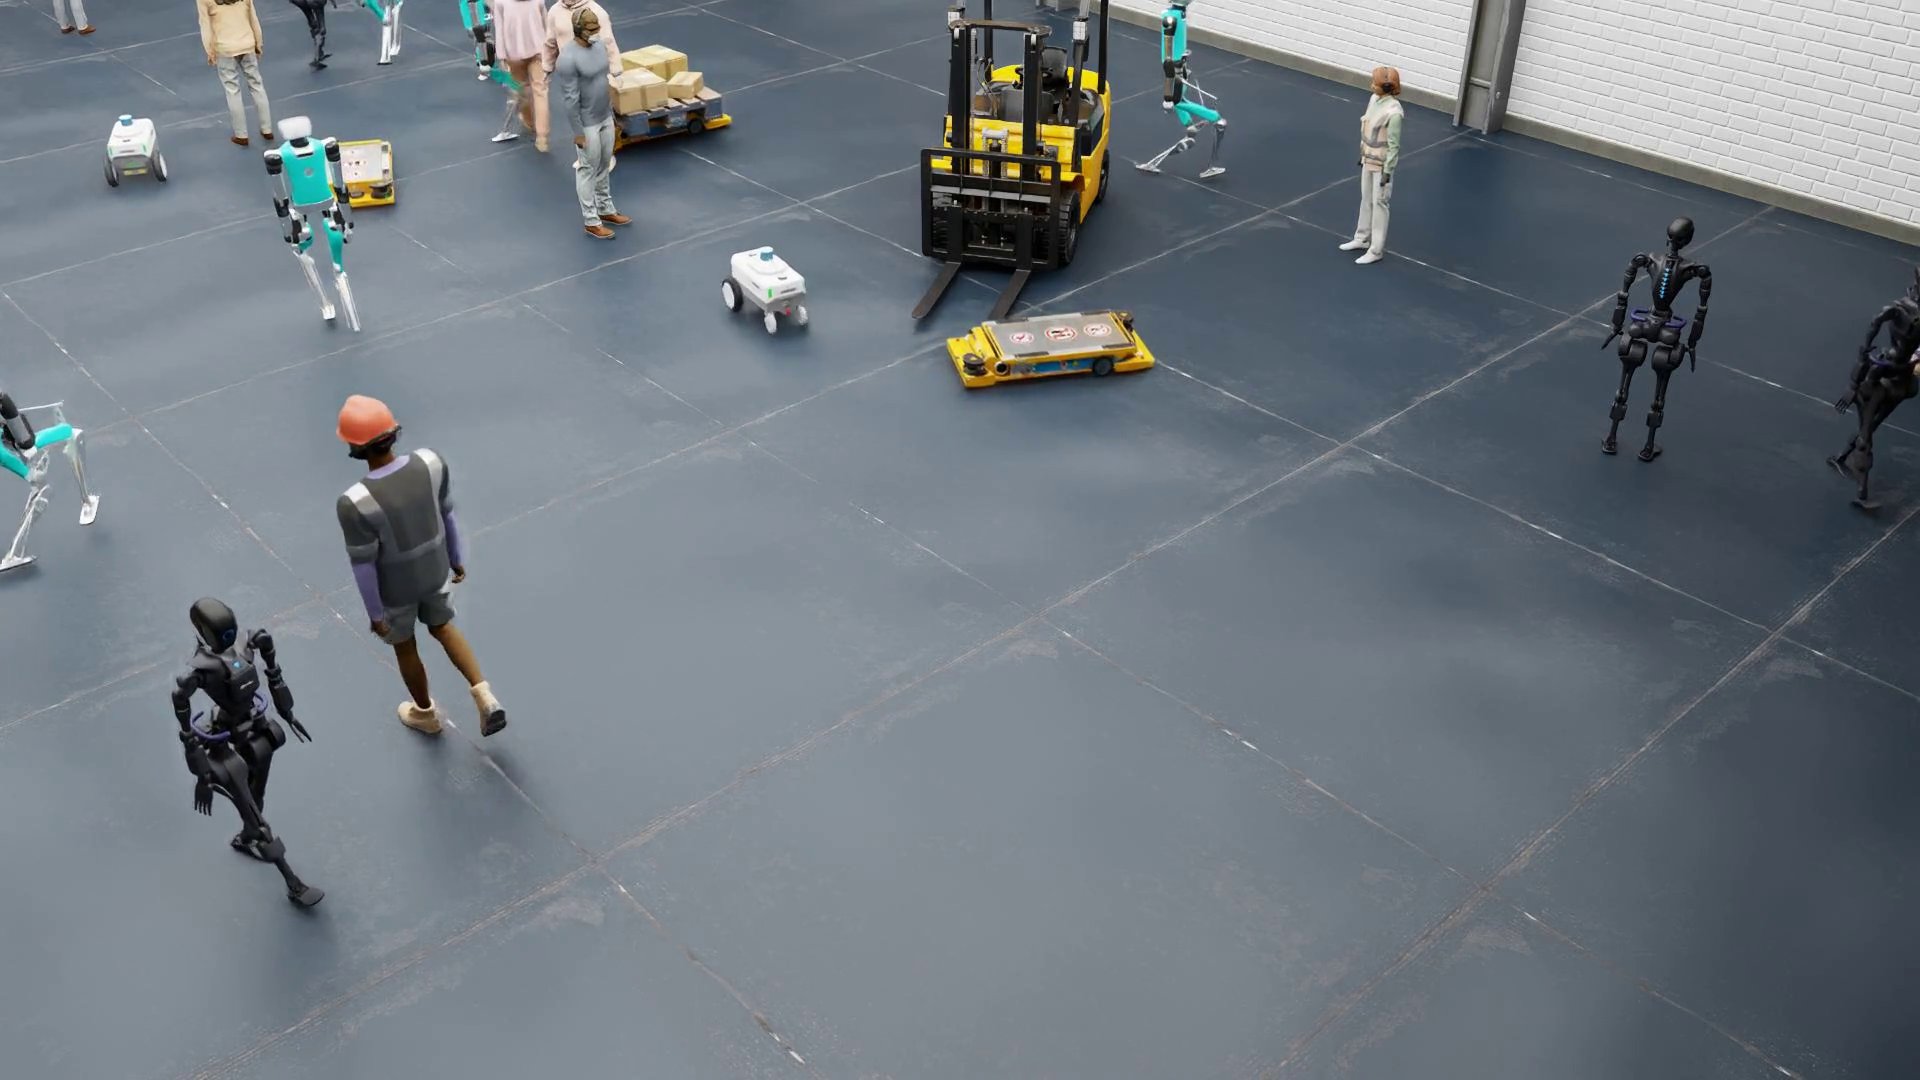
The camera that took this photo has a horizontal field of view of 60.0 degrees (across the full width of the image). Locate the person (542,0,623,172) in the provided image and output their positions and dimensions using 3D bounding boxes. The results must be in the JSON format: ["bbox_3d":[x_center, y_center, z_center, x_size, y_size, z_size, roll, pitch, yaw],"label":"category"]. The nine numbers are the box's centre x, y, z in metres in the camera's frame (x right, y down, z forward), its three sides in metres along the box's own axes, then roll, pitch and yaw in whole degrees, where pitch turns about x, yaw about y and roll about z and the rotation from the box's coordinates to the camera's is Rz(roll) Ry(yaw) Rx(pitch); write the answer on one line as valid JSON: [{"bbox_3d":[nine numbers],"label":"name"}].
[{"bbox_3d":[-3.483,-4.356,15.417,0.816,1.855,0.434,8,34,12],"label":"person"}]

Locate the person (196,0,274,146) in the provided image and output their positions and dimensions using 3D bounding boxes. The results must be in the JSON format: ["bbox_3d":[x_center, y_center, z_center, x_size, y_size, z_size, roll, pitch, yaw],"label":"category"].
[{"bbox_3d":[-6.980,-4.749,16.016,0.564,1.869,0.393,-28,43,-36],"label":"person"}]

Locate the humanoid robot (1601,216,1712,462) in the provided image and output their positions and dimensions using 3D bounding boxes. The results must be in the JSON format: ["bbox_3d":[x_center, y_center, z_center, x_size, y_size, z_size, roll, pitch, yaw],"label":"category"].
[{"bbox_3d":[4.541,-1.327,10.908,0.599,1.657,0.315,17,37,25],"label":"humanoid robot"}]

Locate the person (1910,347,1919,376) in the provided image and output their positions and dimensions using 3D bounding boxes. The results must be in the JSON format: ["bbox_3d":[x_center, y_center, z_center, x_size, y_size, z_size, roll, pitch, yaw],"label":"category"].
[{"bbox_3d":[7.111,-1.999,11.933,0.531,1.698,0.319,-28,42,-36],"label":"person"}]

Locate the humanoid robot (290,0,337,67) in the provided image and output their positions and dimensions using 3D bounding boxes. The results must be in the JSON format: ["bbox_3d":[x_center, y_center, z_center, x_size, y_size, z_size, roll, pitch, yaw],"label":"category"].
[{"bbox_3d":[-7.112,-6.021,18.157,0.611,1.639,0.612,10,34,15],"label":"humanoid robot"}]

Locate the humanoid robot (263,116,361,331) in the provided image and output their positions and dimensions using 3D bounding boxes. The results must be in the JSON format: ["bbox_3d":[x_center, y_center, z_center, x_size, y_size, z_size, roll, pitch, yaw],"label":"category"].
[{"bbox_3d":[-4.883,-2.373,12.539,0.549,1.816,0.861,-19,37,-26],"label":"humanoid robot"}]

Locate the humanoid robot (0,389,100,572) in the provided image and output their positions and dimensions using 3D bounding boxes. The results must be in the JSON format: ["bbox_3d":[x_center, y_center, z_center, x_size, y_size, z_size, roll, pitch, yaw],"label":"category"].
[{"bbox_3d":[-5.646,-0.716,9.966,0.578,1.759,1.031,9,34,14],"label":"humanoid robot"}]

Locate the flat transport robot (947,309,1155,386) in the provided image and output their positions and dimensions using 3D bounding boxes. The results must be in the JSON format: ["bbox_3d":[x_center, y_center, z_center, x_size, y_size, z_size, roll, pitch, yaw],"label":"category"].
[{"bbox_3d":[0.670,-1.427,12.367,1.431,0.231,0.659,-7,34,-10],"label":"flat transport robot"}]

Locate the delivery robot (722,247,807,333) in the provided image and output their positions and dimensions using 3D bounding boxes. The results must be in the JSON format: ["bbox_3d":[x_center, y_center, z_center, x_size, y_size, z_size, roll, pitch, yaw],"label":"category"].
[{"bbox_3d":[-1.492,-1.990,12.962,0.499,0.587,0.769,-19,37,-26],"label":"delivery robot"}]

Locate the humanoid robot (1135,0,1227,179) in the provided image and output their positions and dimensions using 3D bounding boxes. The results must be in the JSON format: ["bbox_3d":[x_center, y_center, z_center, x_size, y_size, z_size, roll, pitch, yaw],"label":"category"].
[{"bbox_3d":[2.160,-4.102,15.173,1.043,1.762,0.547,9,34,14],"label":"humanoid robot"}]

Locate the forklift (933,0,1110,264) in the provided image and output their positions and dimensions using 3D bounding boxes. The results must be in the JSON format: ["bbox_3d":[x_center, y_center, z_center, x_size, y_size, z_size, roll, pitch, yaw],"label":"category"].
[{"bbox_3d":[0.570,-3.725,14.138,1.214,2.155,2.313,9,34,13],"label":"forklift"}]

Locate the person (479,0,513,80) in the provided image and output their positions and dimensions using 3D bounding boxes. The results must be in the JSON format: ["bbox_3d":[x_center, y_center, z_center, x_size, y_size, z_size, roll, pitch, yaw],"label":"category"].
[{"bbox_3d":[-5.020,-5.740,17.631,0.524,1.760,0.338,11,35,17],"label":"person"}]

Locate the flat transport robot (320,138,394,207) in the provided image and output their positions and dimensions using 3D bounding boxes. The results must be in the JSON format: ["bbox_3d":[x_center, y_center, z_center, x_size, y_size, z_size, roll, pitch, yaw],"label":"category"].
[{"bbox_3d":[-5.606,-3.411,15.415,0.659,0.231,1.431,-9,34,-14],"label":"flat transport robot"}]

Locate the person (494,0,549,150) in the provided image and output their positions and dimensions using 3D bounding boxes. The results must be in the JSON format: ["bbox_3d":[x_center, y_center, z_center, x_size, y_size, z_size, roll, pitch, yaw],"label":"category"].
[{"bbox_3d":[-4.206,-4.692,16.048,0.540,1.721,0.936,-11,35,-16],"label":"person"}]

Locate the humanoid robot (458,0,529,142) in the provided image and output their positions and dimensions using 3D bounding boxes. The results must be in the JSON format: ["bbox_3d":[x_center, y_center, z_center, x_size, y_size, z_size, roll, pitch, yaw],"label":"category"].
[{"bbox_3d":[-4.435,-4.701,16.059,0.674,1.803,0.540,-12,35,-18],"label":"humanoid robot"}]

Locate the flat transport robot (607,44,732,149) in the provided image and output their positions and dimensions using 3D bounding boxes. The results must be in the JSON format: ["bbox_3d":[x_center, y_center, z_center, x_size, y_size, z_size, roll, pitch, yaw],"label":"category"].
[{"bbox_3d":[-3.072,-4.191,16.615,1.431,0.231,0.659,-20,38,-28],"label":"flat transport robot"}]

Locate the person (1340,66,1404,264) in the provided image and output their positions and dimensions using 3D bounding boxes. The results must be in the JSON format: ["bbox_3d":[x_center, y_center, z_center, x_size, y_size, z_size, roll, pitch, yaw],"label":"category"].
[{"bbox_3d":[3.423,-3.077,13.644,0.313,1.638,0.514,-6,33,-8],"label":"person"}]

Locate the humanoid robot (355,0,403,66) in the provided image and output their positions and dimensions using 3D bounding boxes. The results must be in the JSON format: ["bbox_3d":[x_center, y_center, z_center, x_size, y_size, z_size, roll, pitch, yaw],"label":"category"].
[{"bbox_3d":[-6.353,-6.032,18.095,0.571,1.716,1.008,-2,33,-3],"label":"humanoid robot"}]

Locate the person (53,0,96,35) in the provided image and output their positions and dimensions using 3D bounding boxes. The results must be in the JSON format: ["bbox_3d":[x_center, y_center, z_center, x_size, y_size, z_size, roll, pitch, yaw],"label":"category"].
[{"bbox_3d":[-10.368,-6.647,19.128,0.469,1.643,0.337,2,33,3],"label":"person"}]

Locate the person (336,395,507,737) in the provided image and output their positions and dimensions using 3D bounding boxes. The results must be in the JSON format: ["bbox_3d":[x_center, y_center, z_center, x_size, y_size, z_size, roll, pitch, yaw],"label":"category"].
[{"bbox_3d":[-2.697,0.203,8.248,0.662,2.024,0.612,25,40,33],"label":"person"}]

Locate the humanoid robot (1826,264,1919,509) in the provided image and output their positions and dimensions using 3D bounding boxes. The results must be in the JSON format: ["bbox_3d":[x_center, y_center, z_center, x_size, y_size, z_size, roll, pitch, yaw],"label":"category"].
[{"bbox_3d":[5.877,-1.005,10.465,0.612,1.621,0.762,-5,33,-7],"label":"humanoid robot"}]

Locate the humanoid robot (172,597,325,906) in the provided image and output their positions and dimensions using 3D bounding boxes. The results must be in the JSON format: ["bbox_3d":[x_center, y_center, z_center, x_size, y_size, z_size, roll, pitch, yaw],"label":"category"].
[{"bbox_3d":[-3.219,0.916,7.515,0.793,1.619,0.599,17,37,24],"label":"humanoid robot"}]

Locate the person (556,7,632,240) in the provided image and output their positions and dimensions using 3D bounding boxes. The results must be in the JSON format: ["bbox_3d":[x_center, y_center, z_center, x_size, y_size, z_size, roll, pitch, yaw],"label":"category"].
[{"bbox_3d":[-3.102,-3.535,14.083,0.373,1.934,0.627,11,35,16],"label":"person"}]

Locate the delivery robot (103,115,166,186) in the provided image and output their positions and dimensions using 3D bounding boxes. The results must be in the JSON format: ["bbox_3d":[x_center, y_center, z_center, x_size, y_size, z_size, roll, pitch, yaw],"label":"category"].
[{"bbox_3d":[-7.718,-3.648,15.535,0.499,0.613,0.816,-10,34,-15],"label":"delivery robot"}]
